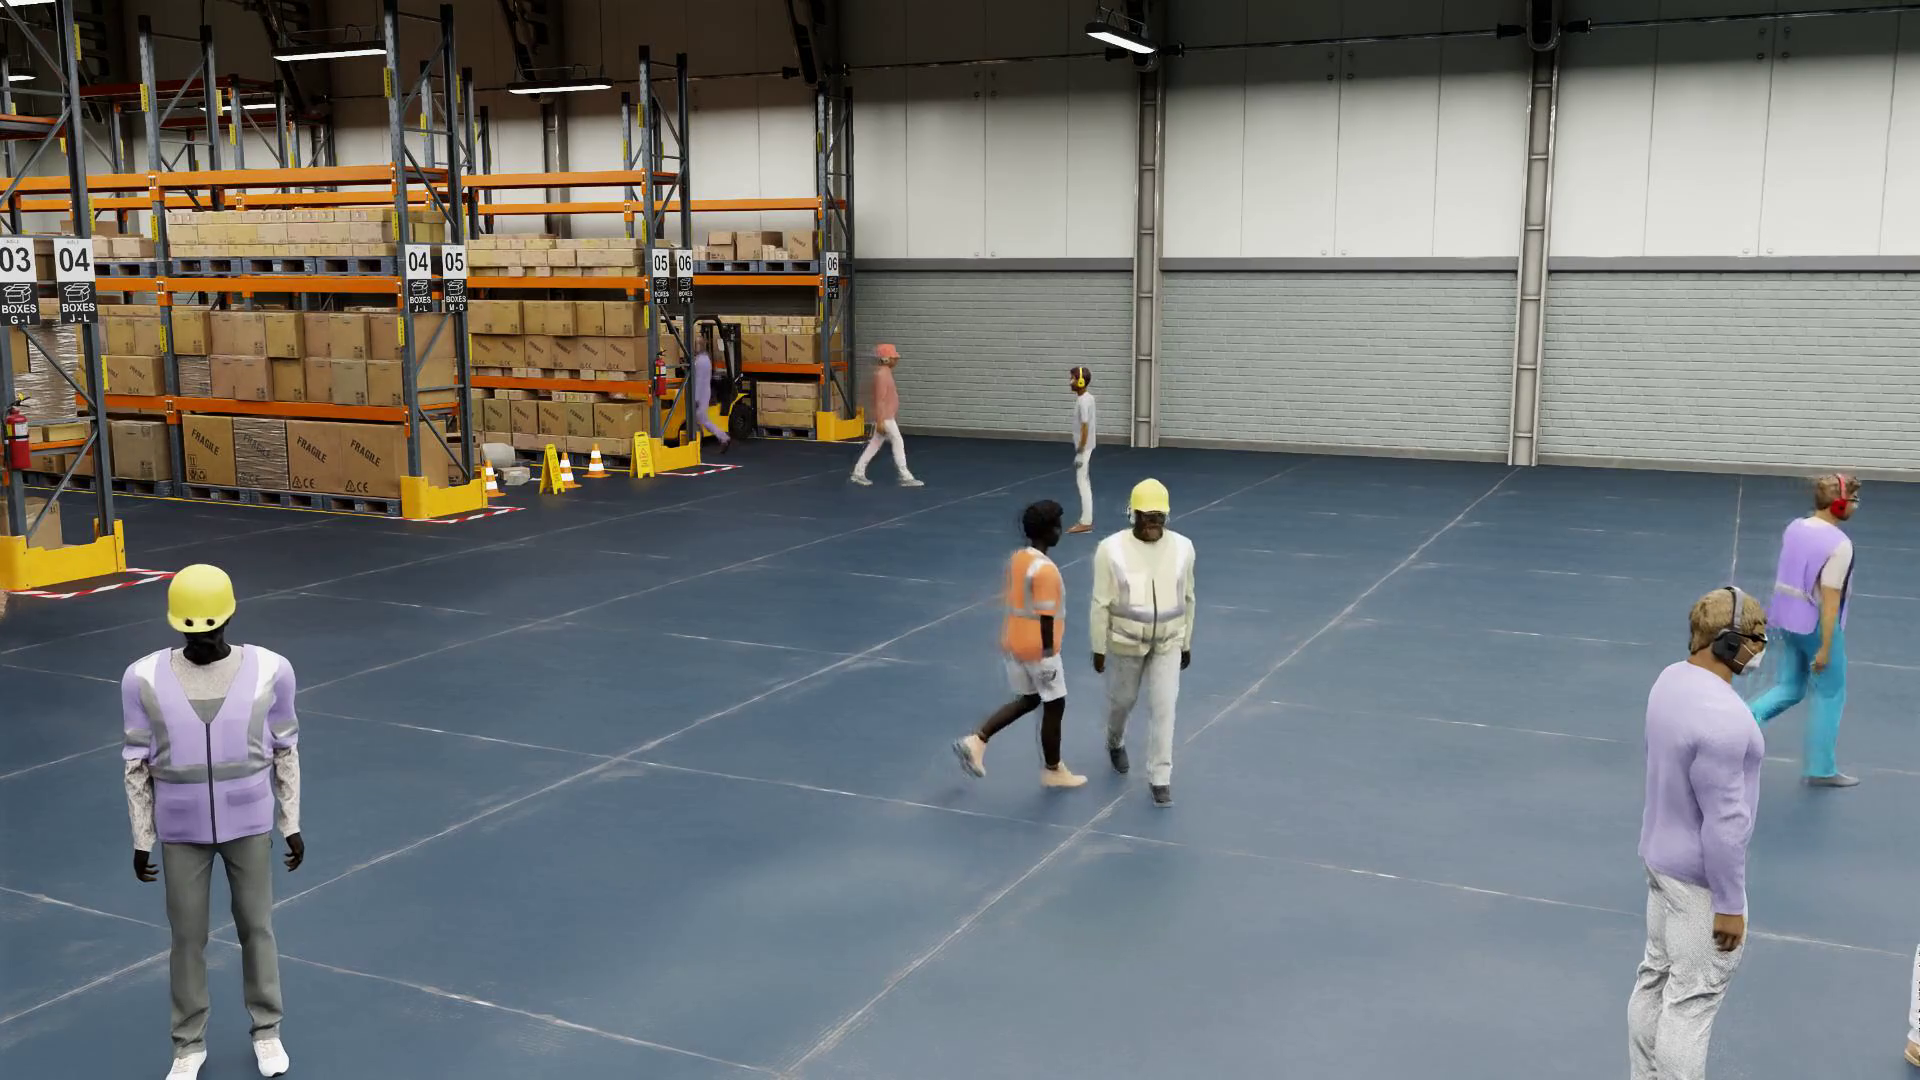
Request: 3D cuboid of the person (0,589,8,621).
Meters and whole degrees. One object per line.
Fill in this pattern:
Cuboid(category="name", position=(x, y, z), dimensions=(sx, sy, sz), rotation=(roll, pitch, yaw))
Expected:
Cuboid(category="person", position=(-8.220, -0.227, 13.529), dimensions=(0.838, 1.970, 0.631), rotation=(3, 10, 20))

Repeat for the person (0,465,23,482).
Cuboid(category="person", position=(-10.557, -0.850, 18.117), dimensions=(0.912, 1.719, 0.526), rotation=(5, 10, 26))

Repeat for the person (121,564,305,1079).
Cuboid(category="person", position=(-2.680, 1.025, 6.005), dimensions=(0.586, 1.917, 0.380), rotation=(-4, 10, -21))

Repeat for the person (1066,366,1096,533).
Cuboid(category="person", position=(1.361, -1.009, 18.630), dimensions=(0.313, 1.867, 0.532), rotation=(1, 9, 7))

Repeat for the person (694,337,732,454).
Cuboid(category="person", position=(-4.071, -2.284, 26.413), dimensions=(0.829, 1.881, 0.655), rotation=(-1, 9, -4))

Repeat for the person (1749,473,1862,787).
Cuboid(category="person", position=(4.760, 0.516, 9.429), dimensions=(0.719, 1.819, 0.577), rotation=(-1, 9, -6))

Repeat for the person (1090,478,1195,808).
Cuboid(category="person", position=(1.022, 0.531, 9.391), dimensions=(0.599, 1.806, 0.840), rotation=(-1, 9, -6))

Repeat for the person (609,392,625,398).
Cuboid(category="person", position=(-5.489, -2.197, 26.652), dimensions=(0.613, 1.621, 0.524), rotation=(4, 10, 25))

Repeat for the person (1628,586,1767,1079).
Cuboid(category="person", position=(2.435, 1.103, 5.478), dimensions=(0.373, 1.935, 0.628), rotation=(1, 9, 5))

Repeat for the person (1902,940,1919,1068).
Cuboid(category="person", position=(3.750, 1.065, 6.021), dimensions=(0.627, 1.835, 0.429), rotation=(-3, 10, -19))

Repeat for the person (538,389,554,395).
Cuboid(category="person", position=(-6.813, -2.440, 27.372), dimensions=(0.708, 1.874, 0.667), rotation=(0, 9, 2))

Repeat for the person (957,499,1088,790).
Cuboid(category="person", position=(0.370, 0.600, 9.342), dimensions=(0.663, 1.674, 0.544), rotation=(-3, 10, -15))

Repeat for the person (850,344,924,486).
Cuboid(category="person", position=(-1.036, -1.690, 22.573), dimensions=(1.003, 1.951, 0.626), rotation=(0, 9, -1))
